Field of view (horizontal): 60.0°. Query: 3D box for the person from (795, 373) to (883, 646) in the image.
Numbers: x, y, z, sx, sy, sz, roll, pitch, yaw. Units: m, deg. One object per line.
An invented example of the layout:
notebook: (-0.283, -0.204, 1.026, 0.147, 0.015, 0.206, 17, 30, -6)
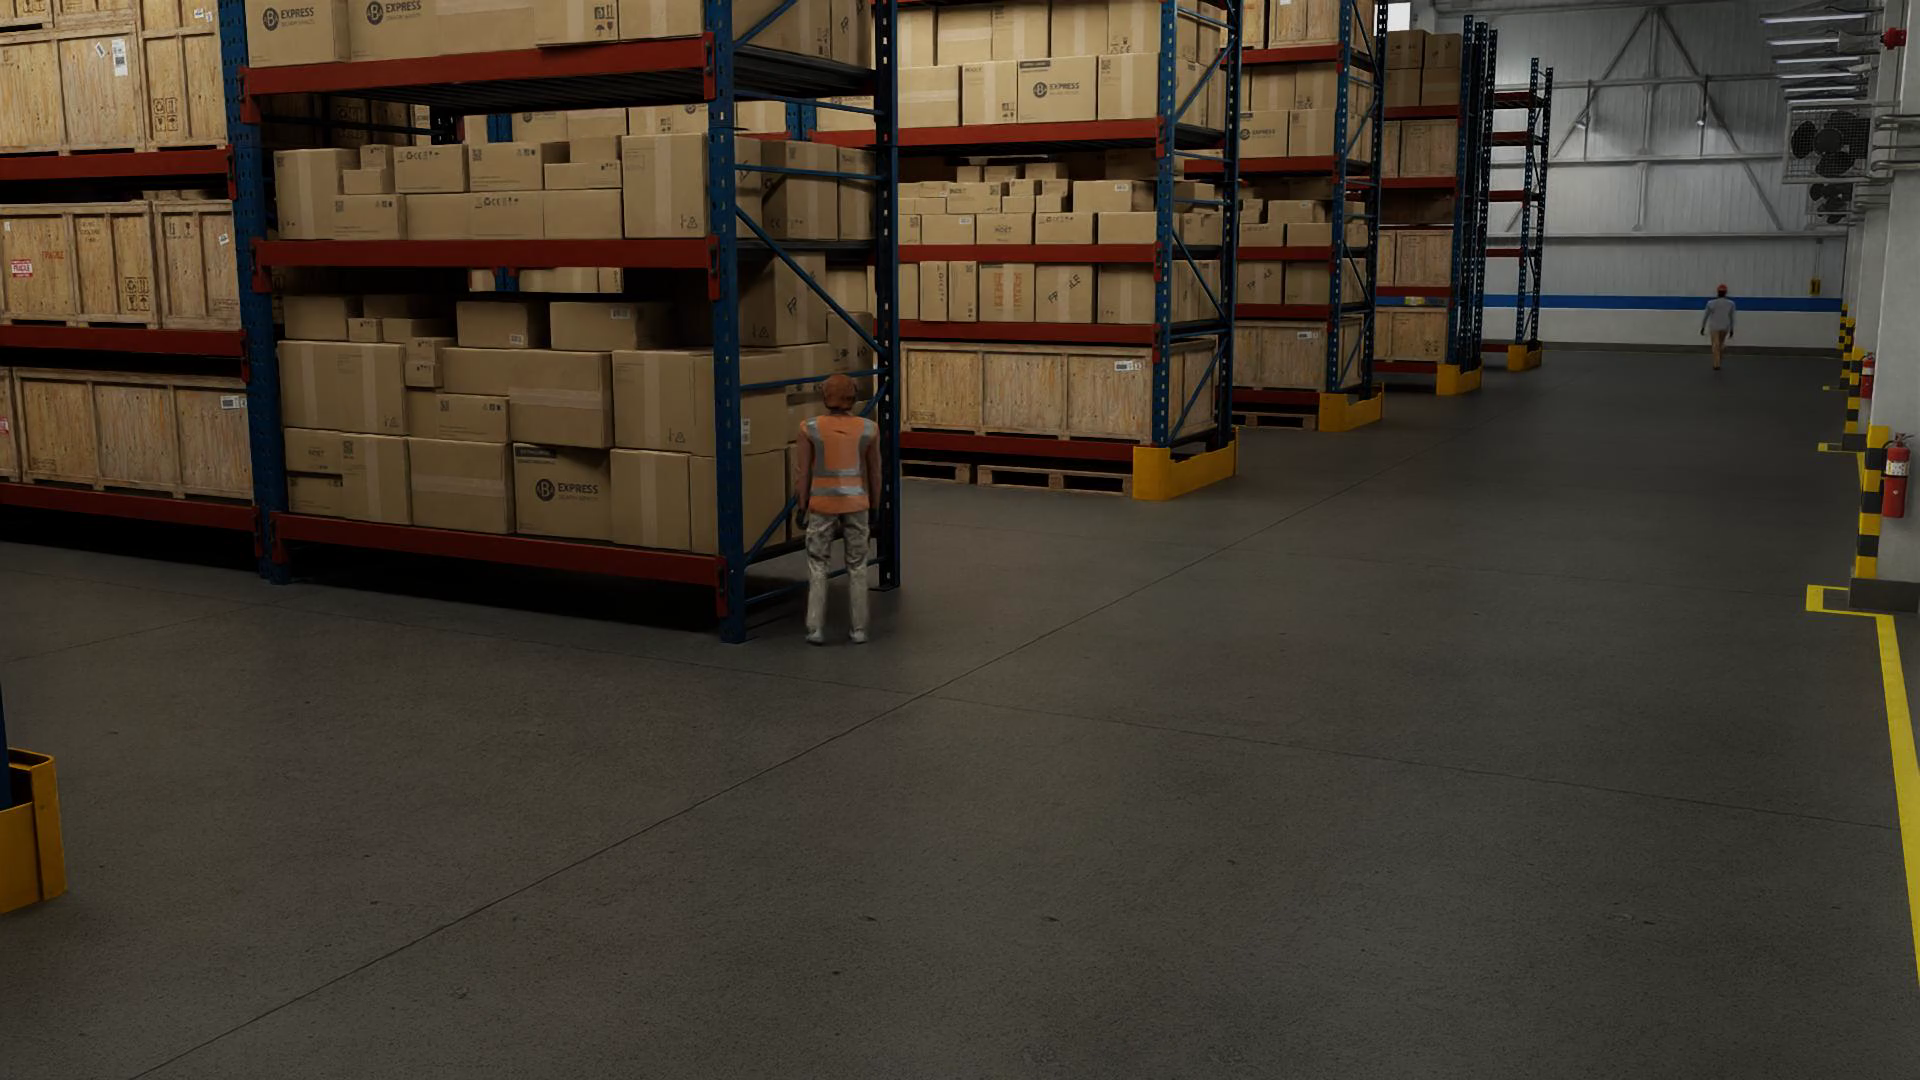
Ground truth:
person: (-0.716, -0.175, 9.892, 0.524, 1.634, 0.315, -2, 10, -13)

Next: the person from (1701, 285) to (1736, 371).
person: (15.090, -4.220, 33.099, 0.567, 1.704, 0.902, 1, 10, 8)

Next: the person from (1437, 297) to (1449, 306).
person: (10.672, -4.896, 36.473, 0.985, 1.883, 0.568, 7, 12, 35)
